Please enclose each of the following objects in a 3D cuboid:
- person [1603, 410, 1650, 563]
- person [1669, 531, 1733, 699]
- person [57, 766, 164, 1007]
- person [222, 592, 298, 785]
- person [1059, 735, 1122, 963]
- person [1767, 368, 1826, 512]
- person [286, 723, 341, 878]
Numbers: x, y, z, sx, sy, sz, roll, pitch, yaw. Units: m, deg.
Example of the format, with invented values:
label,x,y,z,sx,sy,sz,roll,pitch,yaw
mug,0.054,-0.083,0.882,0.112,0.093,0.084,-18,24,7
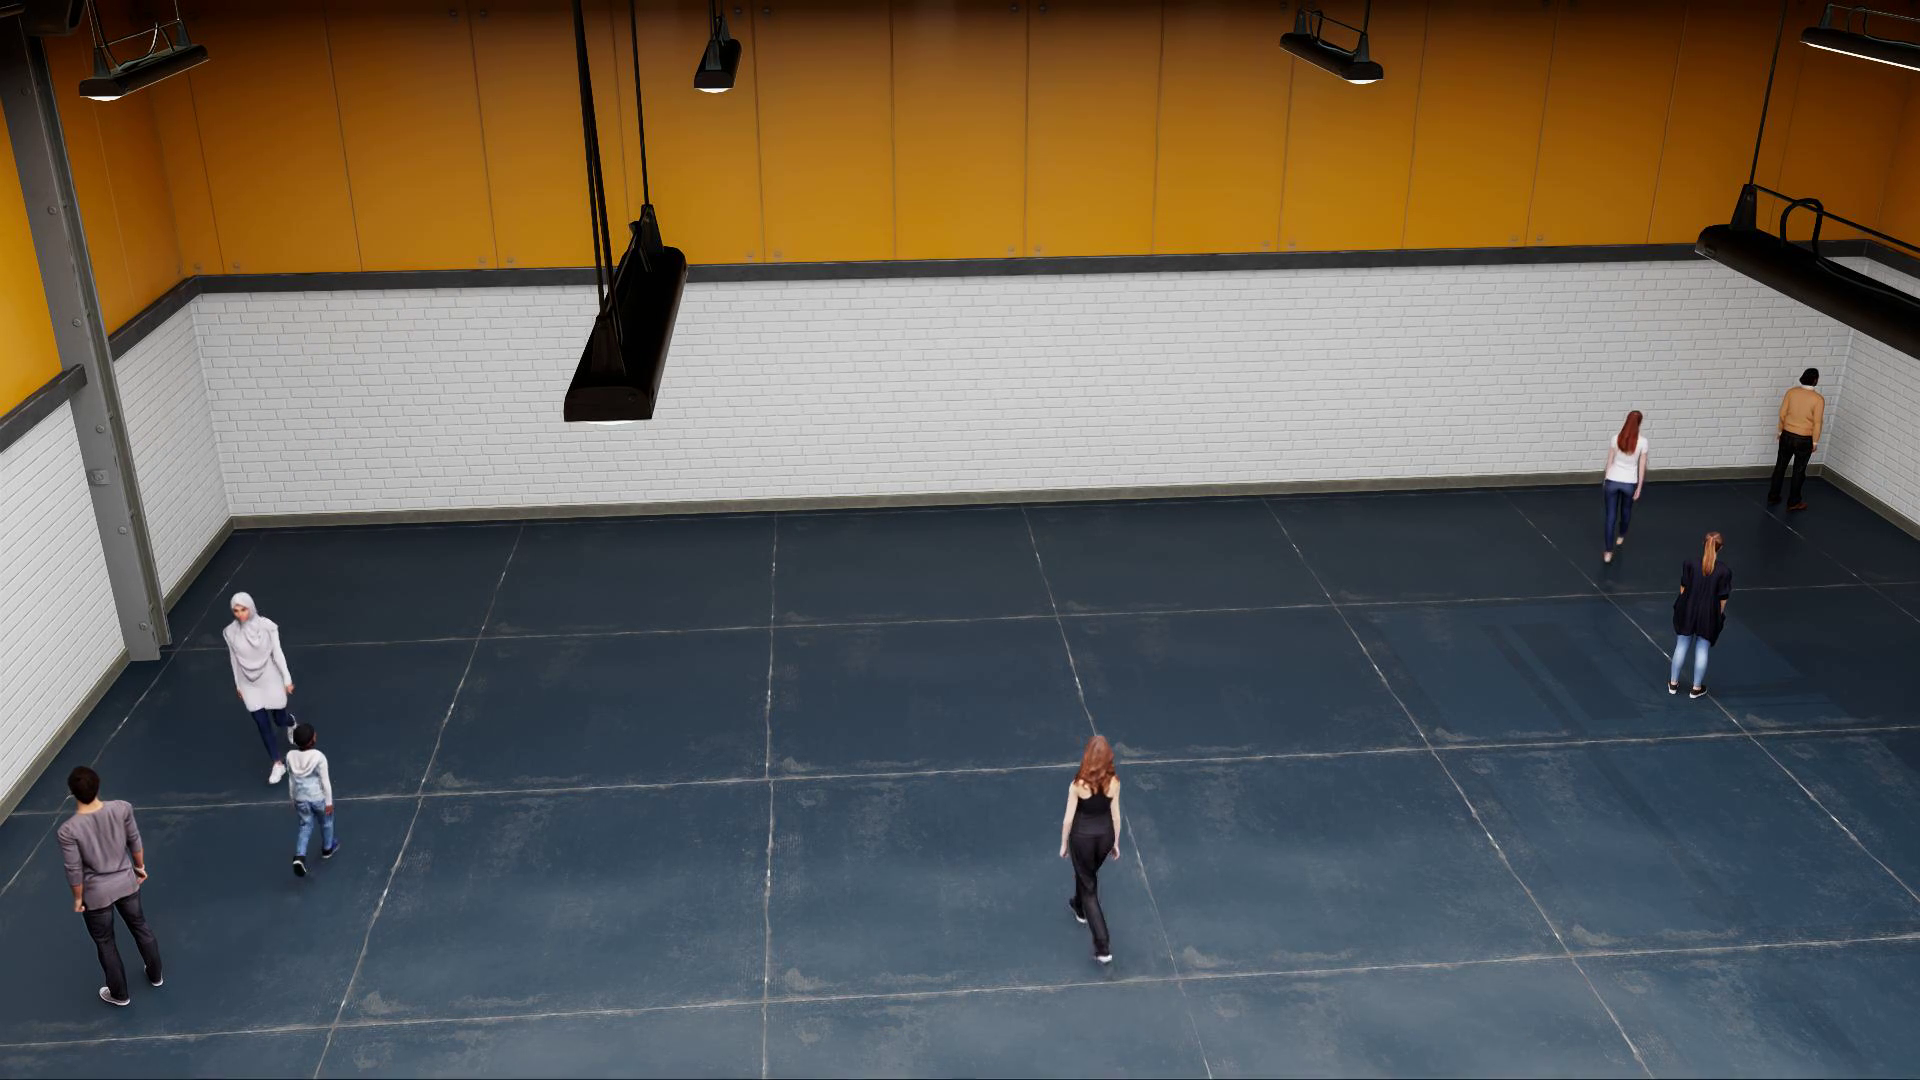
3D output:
label,x,y,z,sx,sy,sz,roll,pitch,yaw
person,7.379,-0.564,18.580,0.852,1.700,1.085,9,25,19
person,6.988,0.694,15.721,0.719,1.684,0.761,16,28,32
person,-5.945,2.396,11.616,0.796,1.854,0.725,17,29,34
person,-6.040,1.218,14.430,0.633,1.758,0.923,-3,24,-7
person,0.981,2.261,12.105,0.746,1.709,1.166,-7,25,-15
person,10.087,-1.231,20.039,0.811,1.753,0.697,-17,29,-33
person,-5.154,2.055,13.157,0.567,1.244,0.836,0,24,-1
